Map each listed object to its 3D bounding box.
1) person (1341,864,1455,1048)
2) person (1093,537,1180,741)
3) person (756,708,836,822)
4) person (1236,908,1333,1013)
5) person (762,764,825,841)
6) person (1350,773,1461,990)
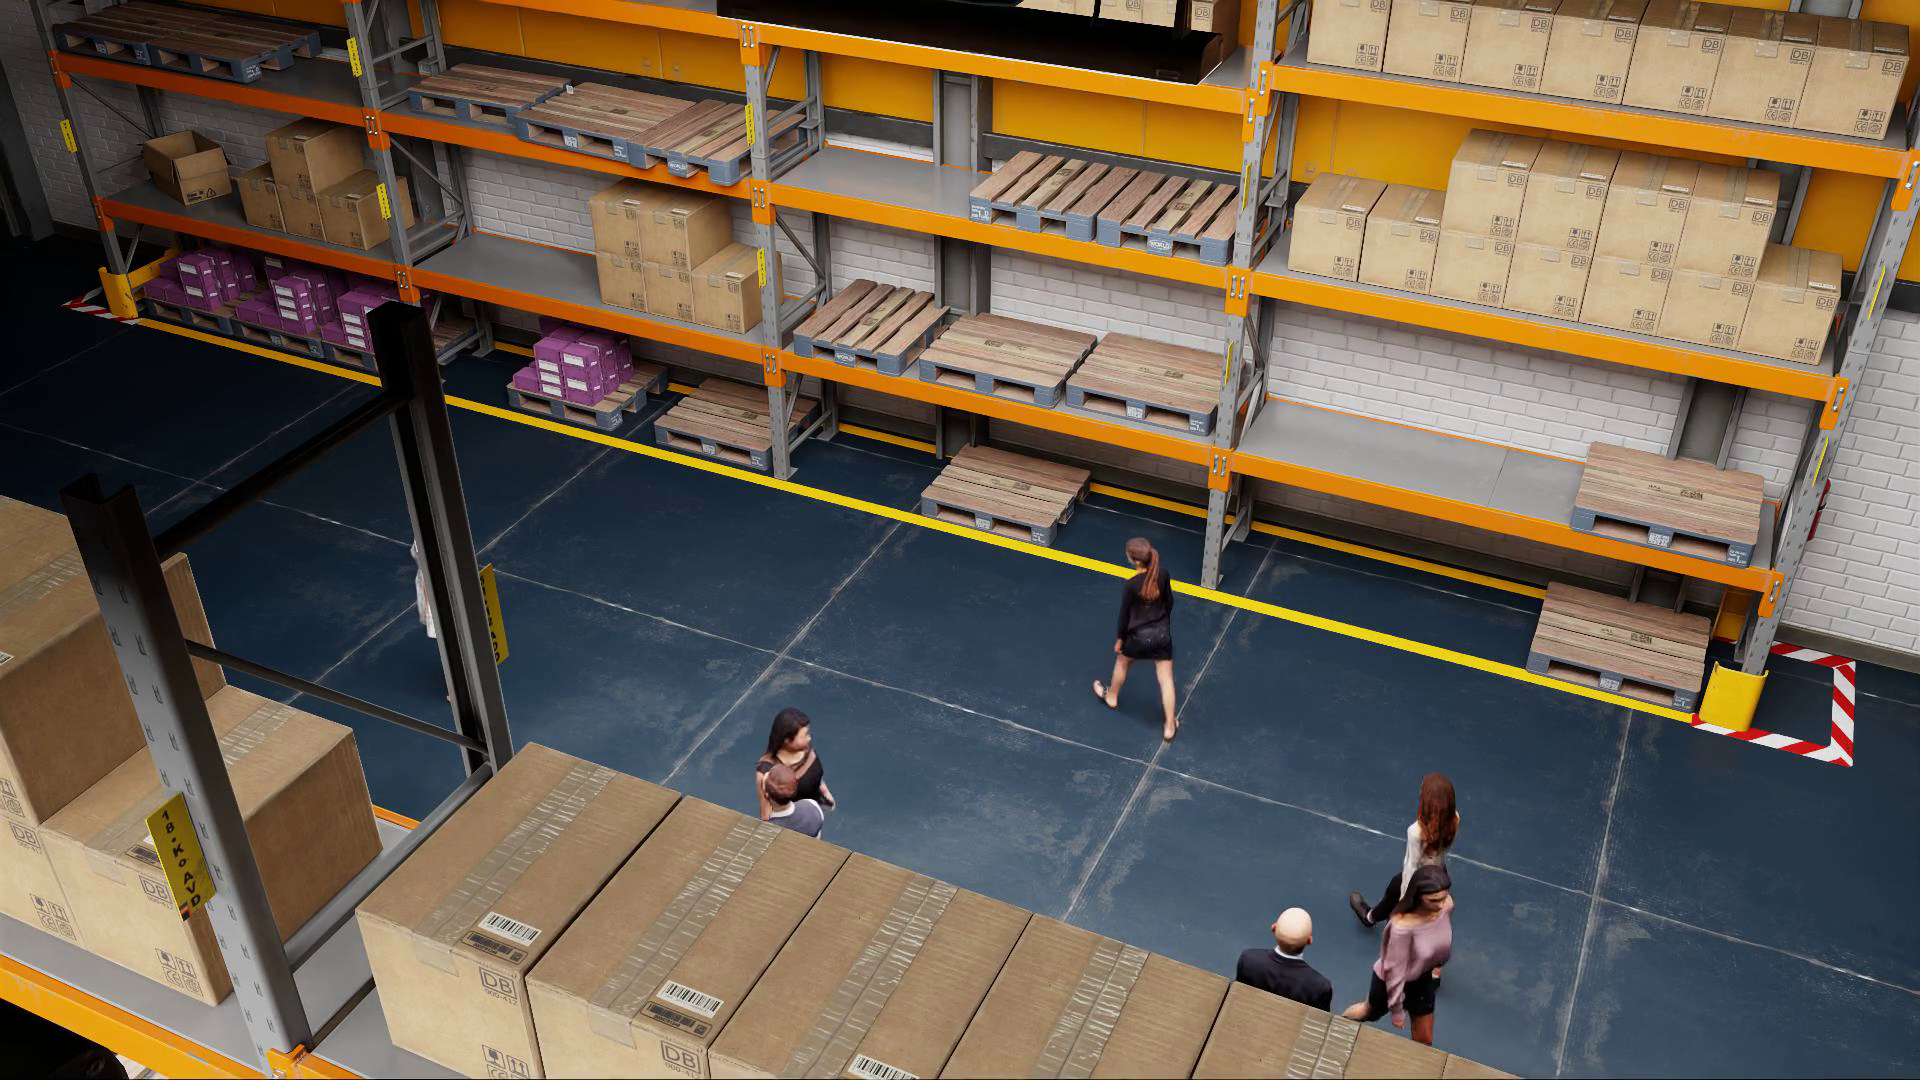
[{"bbox_3d":[2.312,2.352,8.956,1.014,1.759,1.150,-18,38,-25],"label":"person"},{"bbox_3d":[1.345,0.702,11.664,0.990,1.509,1.029,-5,34,-7],"label":"person"},{"bbox_3d":[-1.105,1.681,10.042,1.003,1.675,0.697,11,35,16],"label":"person"},{"bbox_3d":[1.616,2.591,8.562,0.518,1.798,0.743,16,37,23],"label":"person"},{"bbox_3d":[-0.949,2.005,9.316,0.661,1.938,0.712,25,41,33],"label":"person"},{"bbox_3d":[2.762,2.024,9.739,0.938,1.439,1.038,-15,37,-22],"label":"person"}]
